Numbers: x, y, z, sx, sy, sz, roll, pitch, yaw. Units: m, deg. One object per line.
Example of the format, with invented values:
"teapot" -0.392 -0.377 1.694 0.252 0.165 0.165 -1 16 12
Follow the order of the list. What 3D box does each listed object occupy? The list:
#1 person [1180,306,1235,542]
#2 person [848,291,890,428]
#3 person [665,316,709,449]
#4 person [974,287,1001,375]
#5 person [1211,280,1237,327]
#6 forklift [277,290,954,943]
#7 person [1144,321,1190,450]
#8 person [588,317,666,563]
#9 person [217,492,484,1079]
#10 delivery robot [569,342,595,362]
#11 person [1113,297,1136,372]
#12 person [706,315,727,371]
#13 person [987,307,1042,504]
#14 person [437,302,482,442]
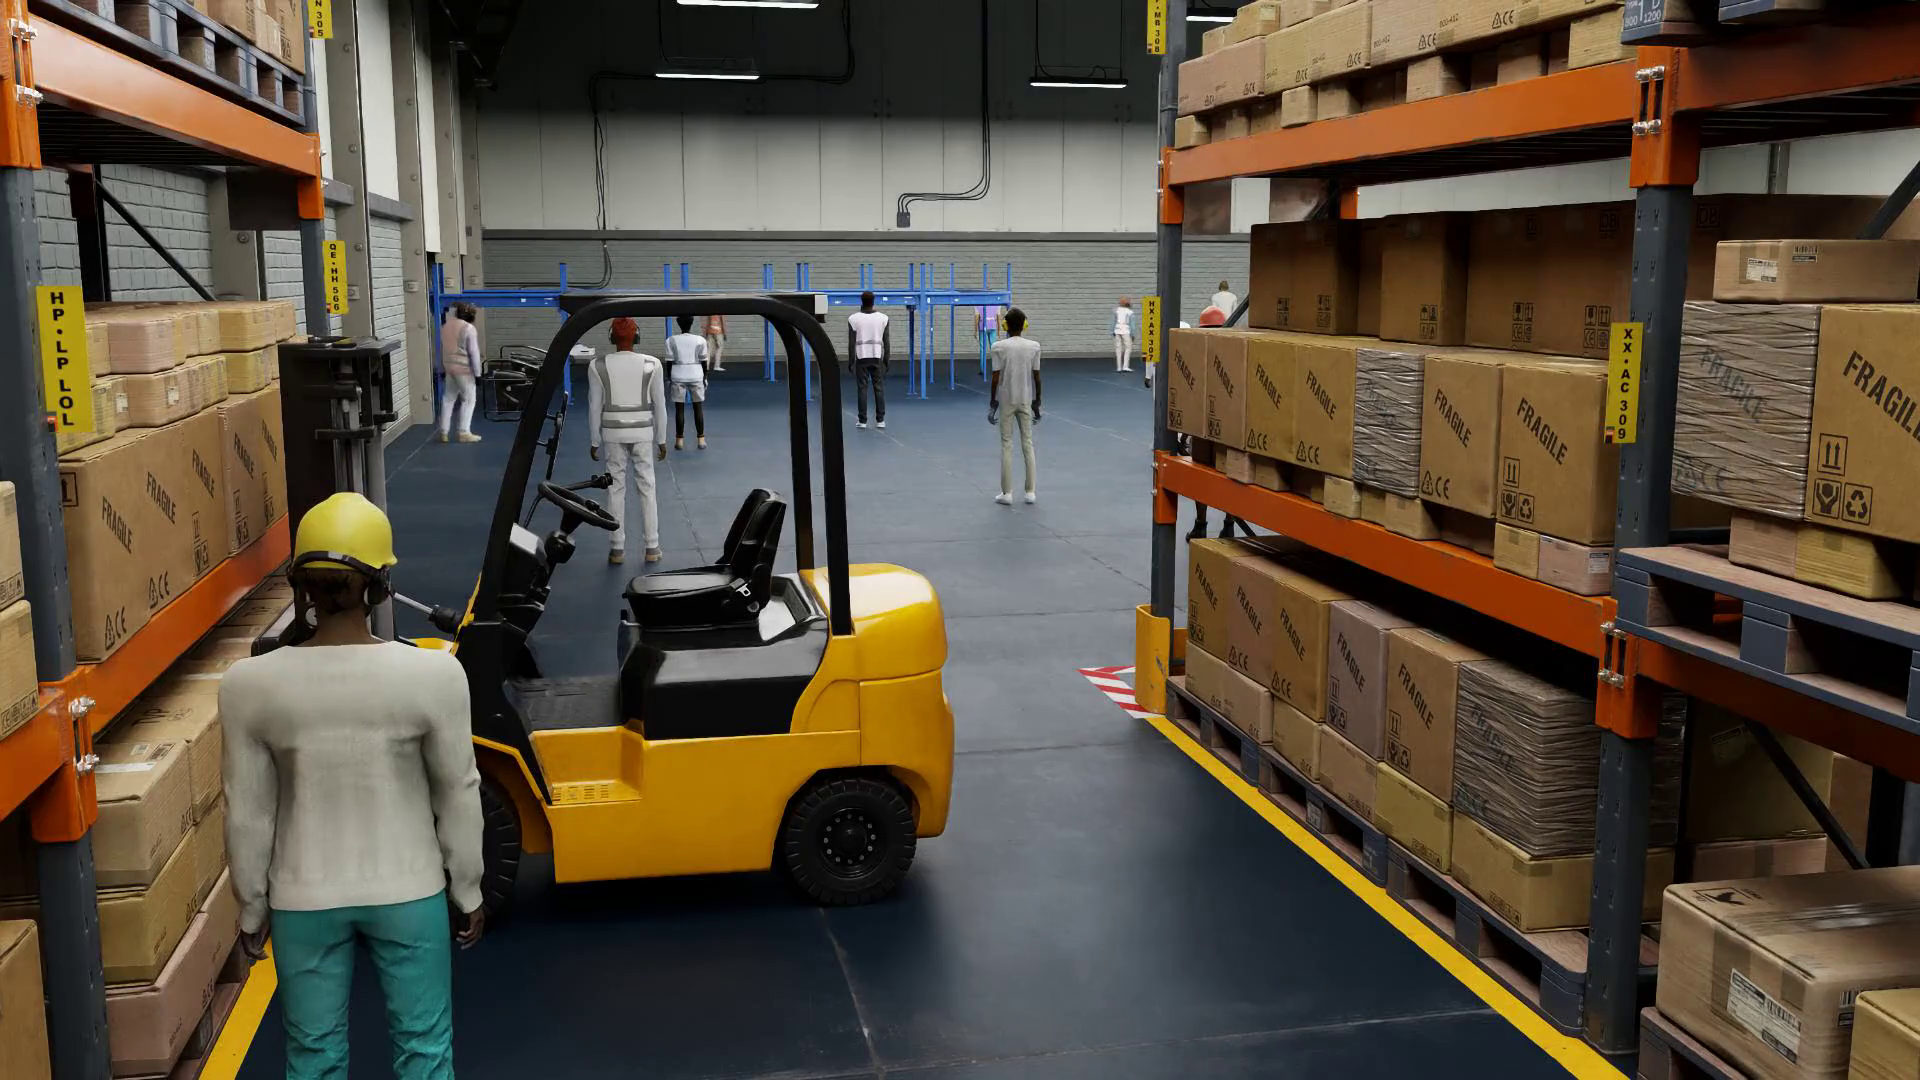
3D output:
"person" 2.055 -0.941 13.604 0.552 1.932 0.377 -2 10 -12
"person" -1.277 -2.539 23.400 0.597 1.915 0.370 -2 10 -12
"person" -3.400 -1.991 20.725 0.540 1.697 0.317 -2 10 -12
"person" 0.579 -4.391 34.911 0.572 1.840 0.374 -2 10 -12
"person" 6.190 -5.121 39.075 0.635 1.936 0.354 -2 10 -12
"forklift" -1.179 0.175 6.143 2.313 2.155 1.214 -2 10 -12
"person" 2.554 -2.038 20.444 0.585 1.882 0.337 -2 10 -12
"person" -2.538 -0.772 12.725 0.585 1.882 0.337 -2 10 -12
"person" -1.315 0.776 3.653 0.533 1.767 0.326 -2 10 -12
"delivery robot" -8.711 -4.290 38.060 0.707 0.478 0.477 -2 10 -12
"person" 3.517 -4.411 35.746 0.597 1.616 0.365 7 12 38
"person" -5.331 -4.472 36.122 0.578 1.611 0.451 7 11 35
"person" 0.525 -1.283 15.901 0.535 1.864 0.309 -2 10 -12
"person" -6.498 -2.169 21.539 0.725 1.808 0.491 6 11 33
